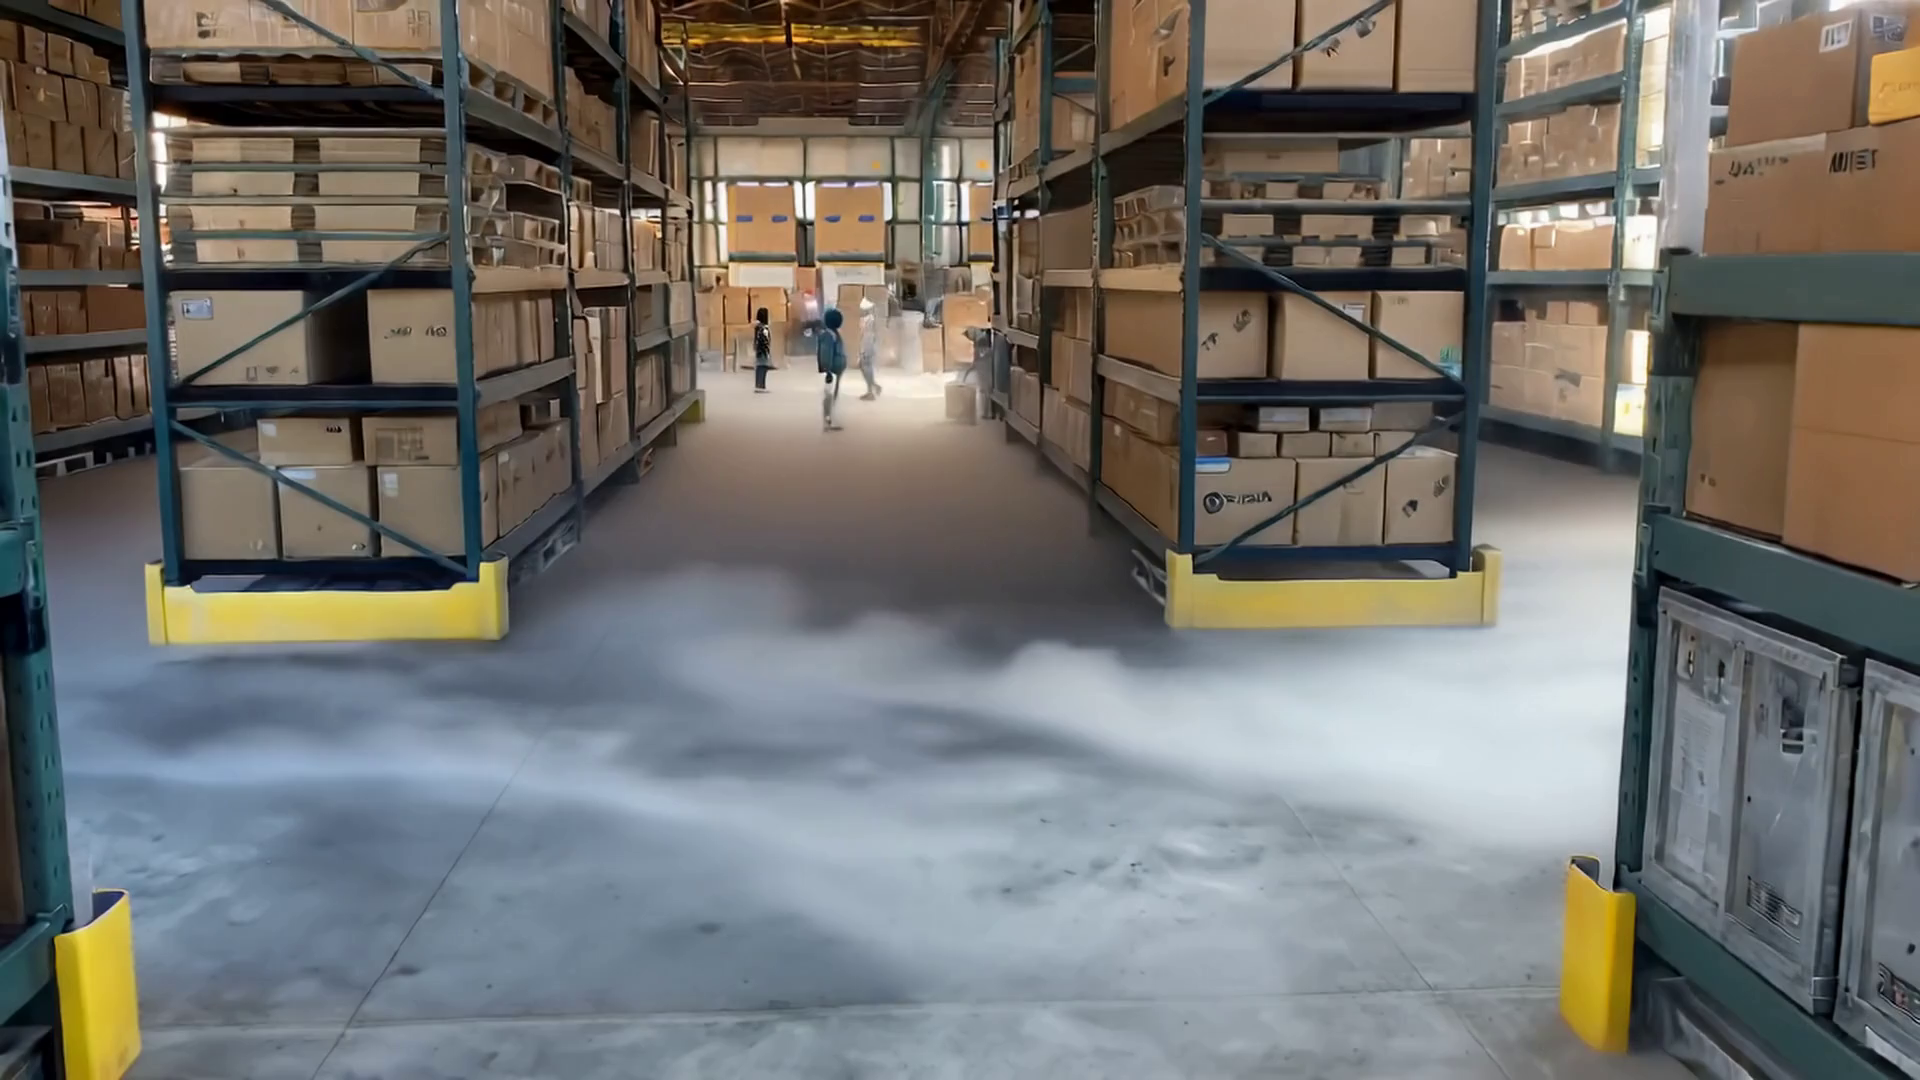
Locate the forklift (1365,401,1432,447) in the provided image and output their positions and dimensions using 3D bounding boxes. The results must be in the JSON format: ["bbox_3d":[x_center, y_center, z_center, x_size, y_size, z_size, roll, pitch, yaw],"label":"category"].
[{"bbox_3d":[5.265,-2.587,22.072,1.873,2.768,1.129,-4,10,-25],"label":"forklift"}]

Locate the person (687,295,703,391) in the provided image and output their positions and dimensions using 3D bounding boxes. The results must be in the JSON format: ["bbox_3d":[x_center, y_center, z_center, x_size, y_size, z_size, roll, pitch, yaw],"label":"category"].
[{"bbox_3d":[-5.318,-3.882,33.033,0.505,1.964,0.637,0,9,2],"label":"person"}]

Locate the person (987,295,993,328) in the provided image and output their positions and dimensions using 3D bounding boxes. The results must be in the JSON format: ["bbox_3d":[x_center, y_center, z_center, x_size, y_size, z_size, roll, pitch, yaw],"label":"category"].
[{"bbox_3d":[0.956,-5.537,43.546,0.628,1.940,0.373,0,9,2],"label":"person"}]

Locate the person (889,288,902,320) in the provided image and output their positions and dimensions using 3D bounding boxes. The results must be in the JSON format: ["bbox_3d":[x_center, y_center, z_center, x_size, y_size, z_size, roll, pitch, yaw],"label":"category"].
[{"bbox_3d":[-2.311,-7.828,57.983,0.636,1.929,0.385,3,10,20],"label":"person"}]

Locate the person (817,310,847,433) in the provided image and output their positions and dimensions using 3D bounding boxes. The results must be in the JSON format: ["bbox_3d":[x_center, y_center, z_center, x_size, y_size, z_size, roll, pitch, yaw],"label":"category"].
[{"bbox_3d":[-1.911,-2.527,24.947,0.430,1.844,0.623,1,9,9],"label":"person"}]

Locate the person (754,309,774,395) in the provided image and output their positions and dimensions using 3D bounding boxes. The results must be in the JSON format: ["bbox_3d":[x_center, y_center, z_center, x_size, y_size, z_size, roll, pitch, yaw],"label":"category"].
[{"bbox_3d":[-3.877,-3.701,32.772,0.315,1.696,0.541,-6,11,-31],"label":"person"}]

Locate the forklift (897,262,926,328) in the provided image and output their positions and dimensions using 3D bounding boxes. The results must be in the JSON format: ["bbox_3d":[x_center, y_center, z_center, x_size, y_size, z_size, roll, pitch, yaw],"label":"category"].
[{"bbox_3d":[-1.780,-8.547,59.499,1.129,2.768,1.873,-1,9,-4],"label":"forklift"}]

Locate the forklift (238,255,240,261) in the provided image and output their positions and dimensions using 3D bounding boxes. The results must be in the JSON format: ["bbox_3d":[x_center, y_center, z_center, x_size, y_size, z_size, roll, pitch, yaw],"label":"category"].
[{"bbox_3d":[-16.186,-5.157,38.210,1.129,2.768,1.873,-1,9,-4],"label":"forklift"}]

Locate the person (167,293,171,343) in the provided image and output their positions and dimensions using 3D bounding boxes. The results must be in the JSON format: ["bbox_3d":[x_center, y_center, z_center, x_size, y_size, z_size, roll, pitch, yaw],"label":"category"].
[{"bbox_3d":[-26.894,-7.568,56.397,0.498,1.901,0.608,-3,10,-20],"label":"person"}]

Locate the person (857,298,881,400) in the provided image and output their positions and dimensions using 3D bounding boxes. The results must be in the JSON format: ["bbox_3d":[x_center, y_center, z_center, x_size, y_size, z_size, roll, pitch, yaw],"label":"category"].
[{"bbox_3d":[-1.746,-3.571,31.249,0.400,1.922,0.549,-2,9,-15],"label":"person"}]

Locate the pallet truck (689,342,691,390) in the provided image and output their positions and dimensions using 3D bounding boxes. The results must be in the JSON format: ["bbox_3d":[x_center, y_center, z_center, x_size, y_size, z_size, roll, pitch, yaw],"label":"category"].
[{"bbox_3d":[-5.225,-3.008,27.480,1.885,1.965,0.823,2,9,14],"label":"pallet truck"}]

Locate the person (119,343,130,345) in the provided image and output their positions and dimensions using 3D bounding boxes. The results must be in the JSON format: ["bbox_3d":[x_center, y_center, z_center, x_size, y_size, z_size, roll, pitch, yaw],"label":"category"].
[{"bbox_3d":[-27.740,-7.408,54.972,0.539,2.000,0.706,-3,10,-19],"label":"person"}]
